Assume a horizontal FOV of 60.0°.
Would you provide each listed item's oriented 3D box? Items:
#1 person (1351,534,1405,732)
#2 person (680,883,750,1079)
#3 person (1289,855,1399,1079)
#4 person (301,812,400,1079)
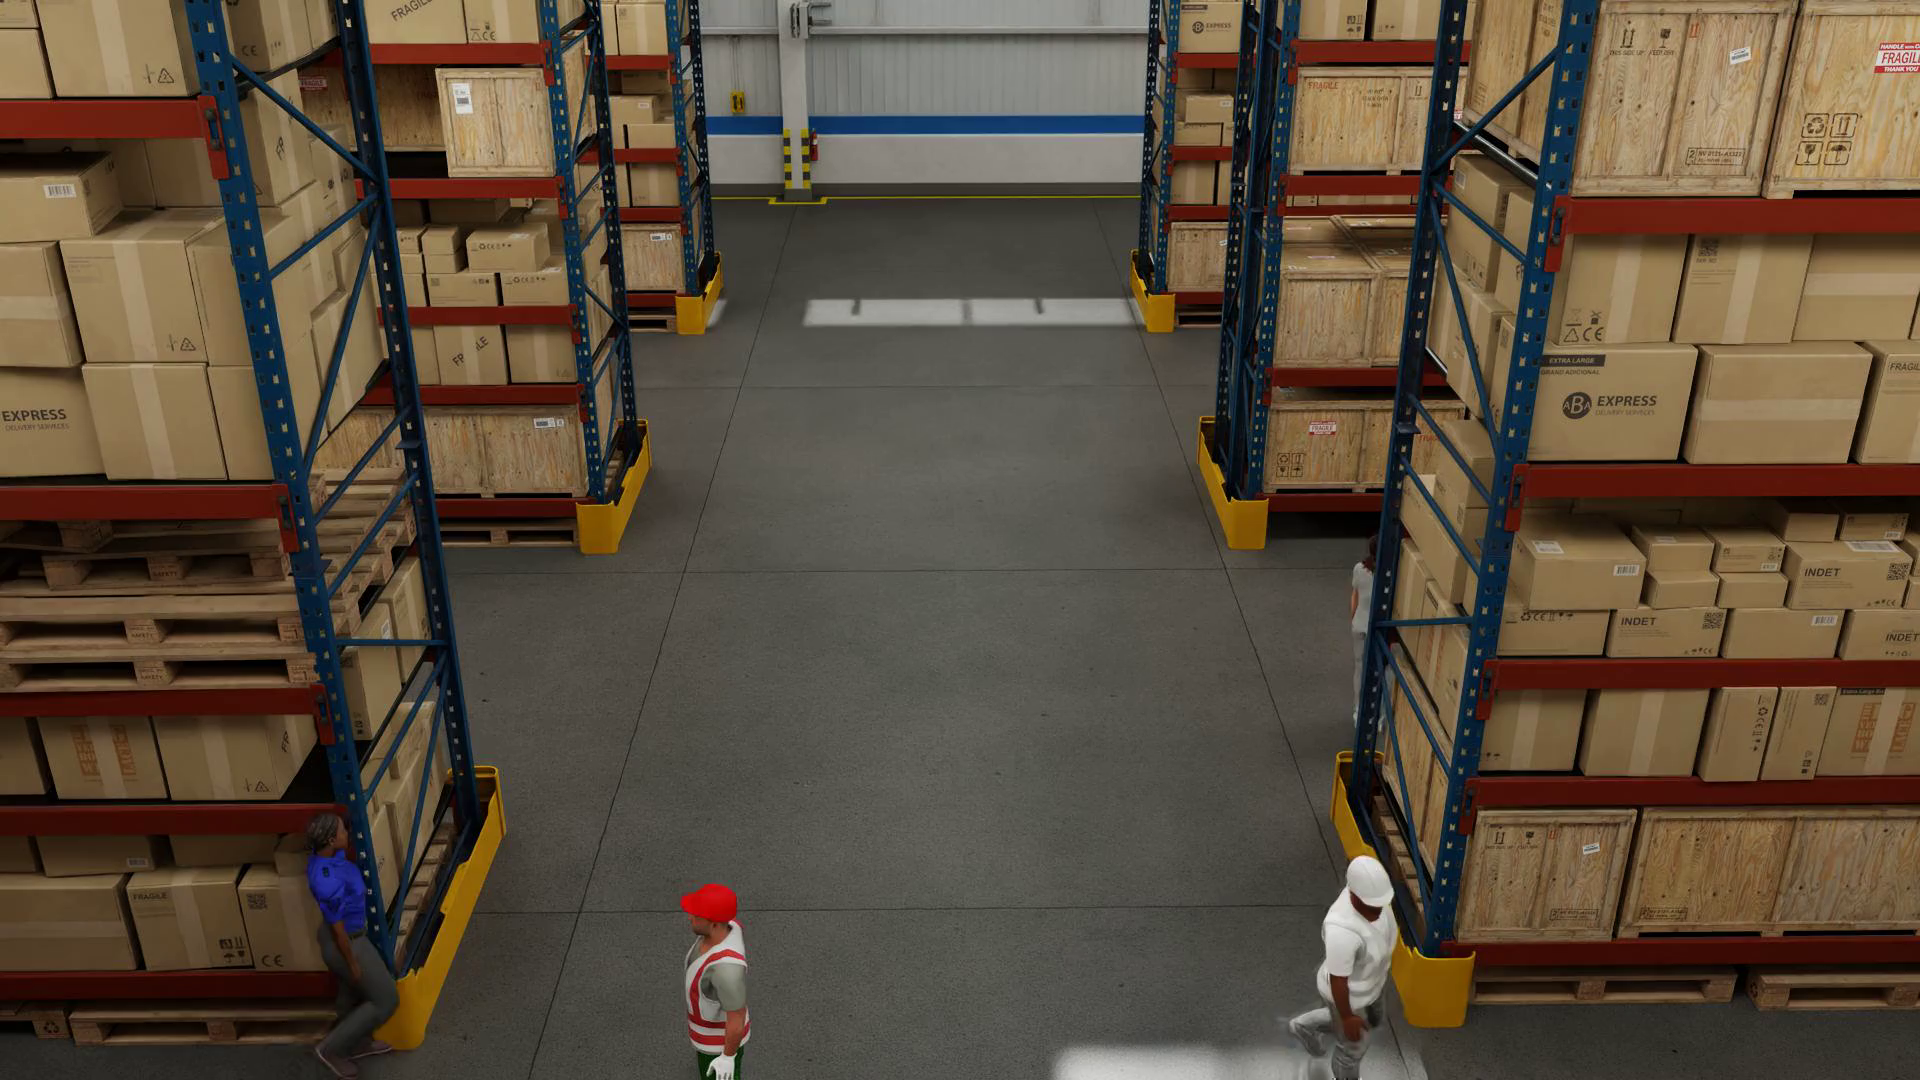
[{"bbox_3d":[3.128,0.683,12.503,0.453,1.671,0.455,-18,31,-34],"label":"person"},{"bbox_3d":[-1.251,2.509,8.479,0.374,1.795,0.548,-5,26,-11],"label":"person"},{"bbox_3d":[2.042,2.343,8.875,0.692,1.759,0.644,17,30,32],"label":"person"},{"bbox_3d":[-3.424,2.243,9.196,0.481,1.656,0.481,-12,27,-23],"label":"person"}]
